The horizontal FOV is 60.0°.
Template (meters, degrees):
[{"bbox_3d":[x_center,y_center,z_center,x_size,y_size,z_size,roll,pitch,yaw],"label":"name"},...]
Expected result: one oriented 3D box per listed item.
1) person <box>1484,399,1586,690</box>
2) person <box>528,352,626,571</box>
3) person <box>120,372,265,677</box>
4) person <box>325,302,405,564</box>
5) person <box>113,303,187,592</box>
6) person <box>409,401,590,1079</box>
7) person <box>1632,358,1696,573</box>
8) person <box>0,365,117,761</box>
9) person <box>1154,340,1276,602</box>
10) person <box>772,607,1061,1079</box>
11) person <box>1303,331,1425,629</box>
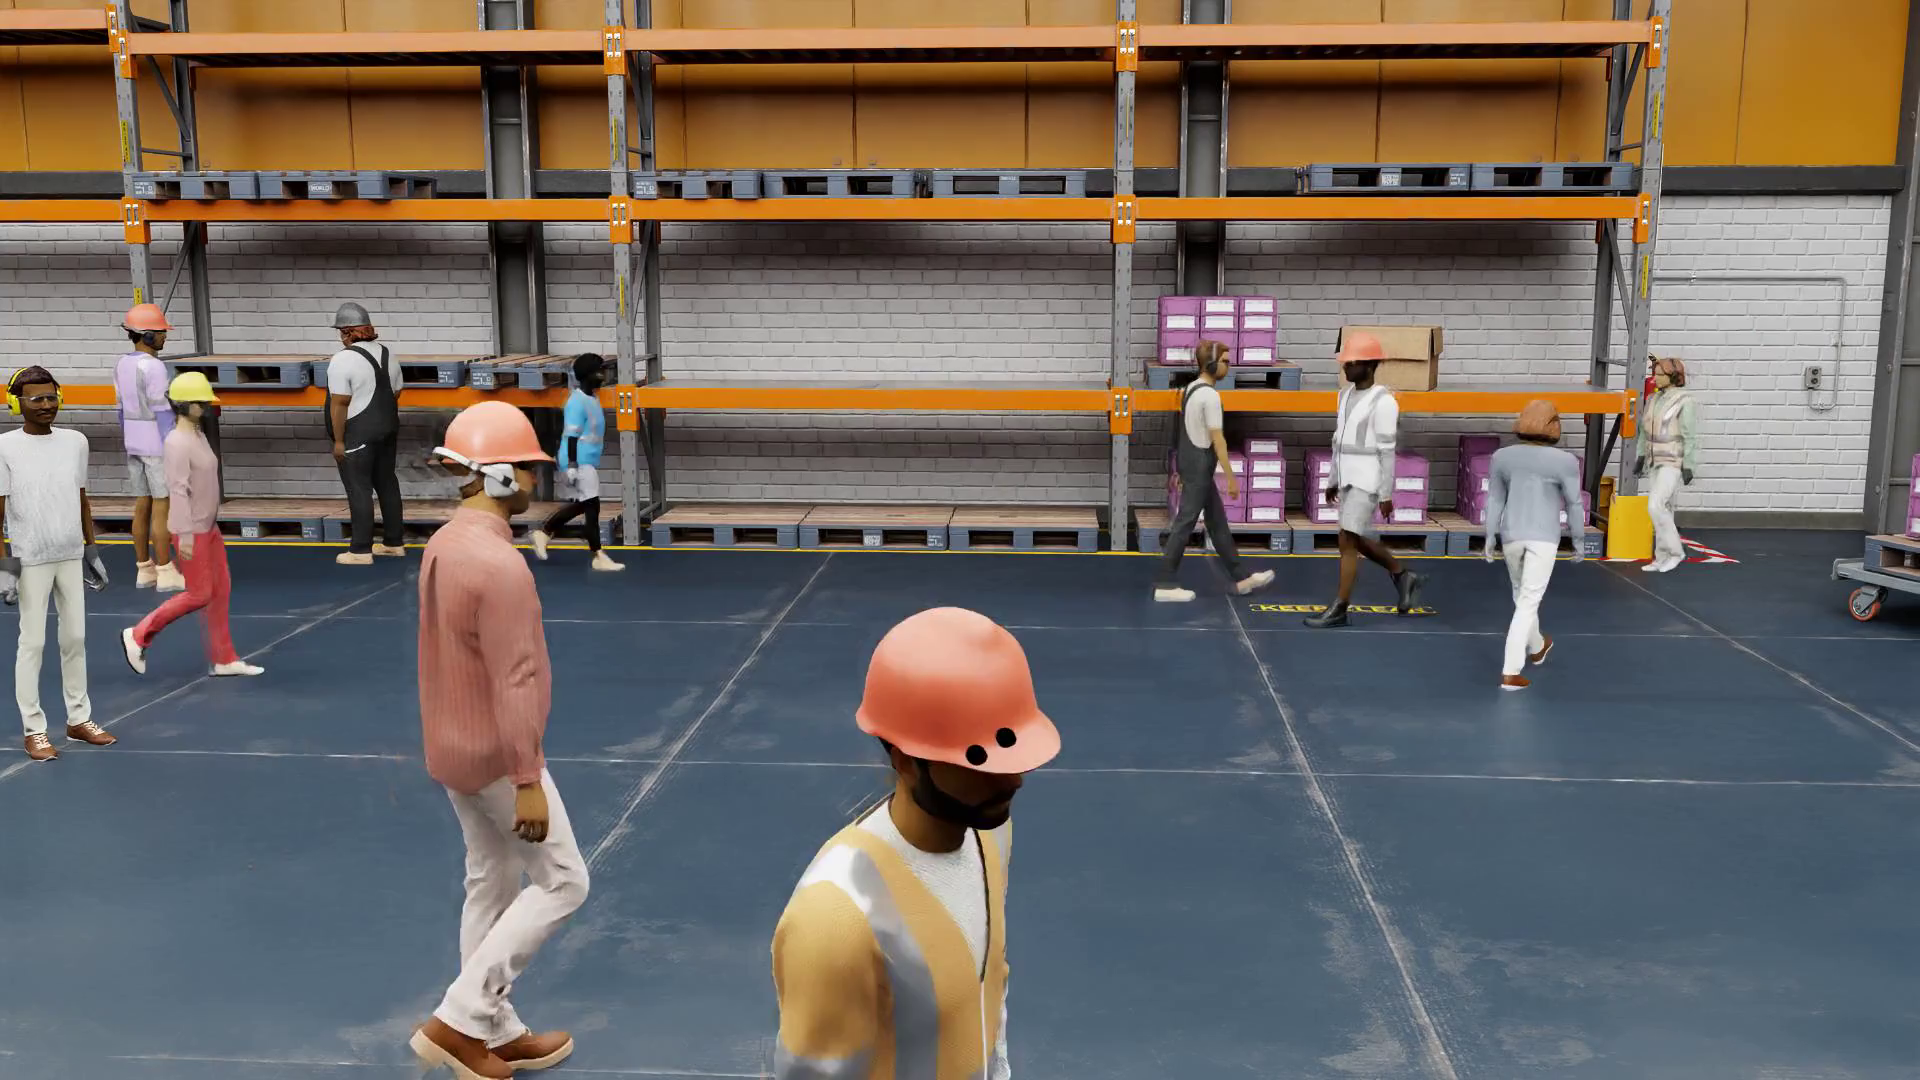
[{"bbox_3d":[3.235,0.007,9.319,0.508,1.588,0.873,9,14,44],"label":"person"},{"bbox_3d":[-2.940,-0.587,12.595,0.732,1.675,0.550,0,10,2],"label":"person"},{"bbox_3d":[-4.320,-0.067,9.275,0.654,1.745,0.537,-2,10,-9],"label":"person"},{"bbox_3d":[-4.680,-0.844,12.982,0.536,2.000,0.683,4,10,21],"label":"person"},{"bbox_3d":[-5.740,-0.655,11.861,0.605,2.045,0.379,7,12,37],"label":"person"},{"bbox_3d":[-1.310,0.600,4.701,0.443,1.978,0.646,-7,12,-34],"label":"person"},{"bbox_3d":[5.272,-0.549,12.468,0.385,1.627,0.513,-1,10,-8],"label":"person"},{"bbox_3d":[-4.339,0.103,7.939,0.321,1.871,0.532,6,11,30],"label":"person"},{"bbox_3d":[1.772,-0.458,11.398,0.930,1.800,0.535,0,10,-3],"label":"person"},{"bbox_3d":[-0.124,1.012,2.593,0.693,1.896,0.561,4,10,21],"label":"person"},{"bbox_3d":[2.635,-0.384,10.676,0.822,1.919,0.551,-3,10,-14],"label":"person"}]
